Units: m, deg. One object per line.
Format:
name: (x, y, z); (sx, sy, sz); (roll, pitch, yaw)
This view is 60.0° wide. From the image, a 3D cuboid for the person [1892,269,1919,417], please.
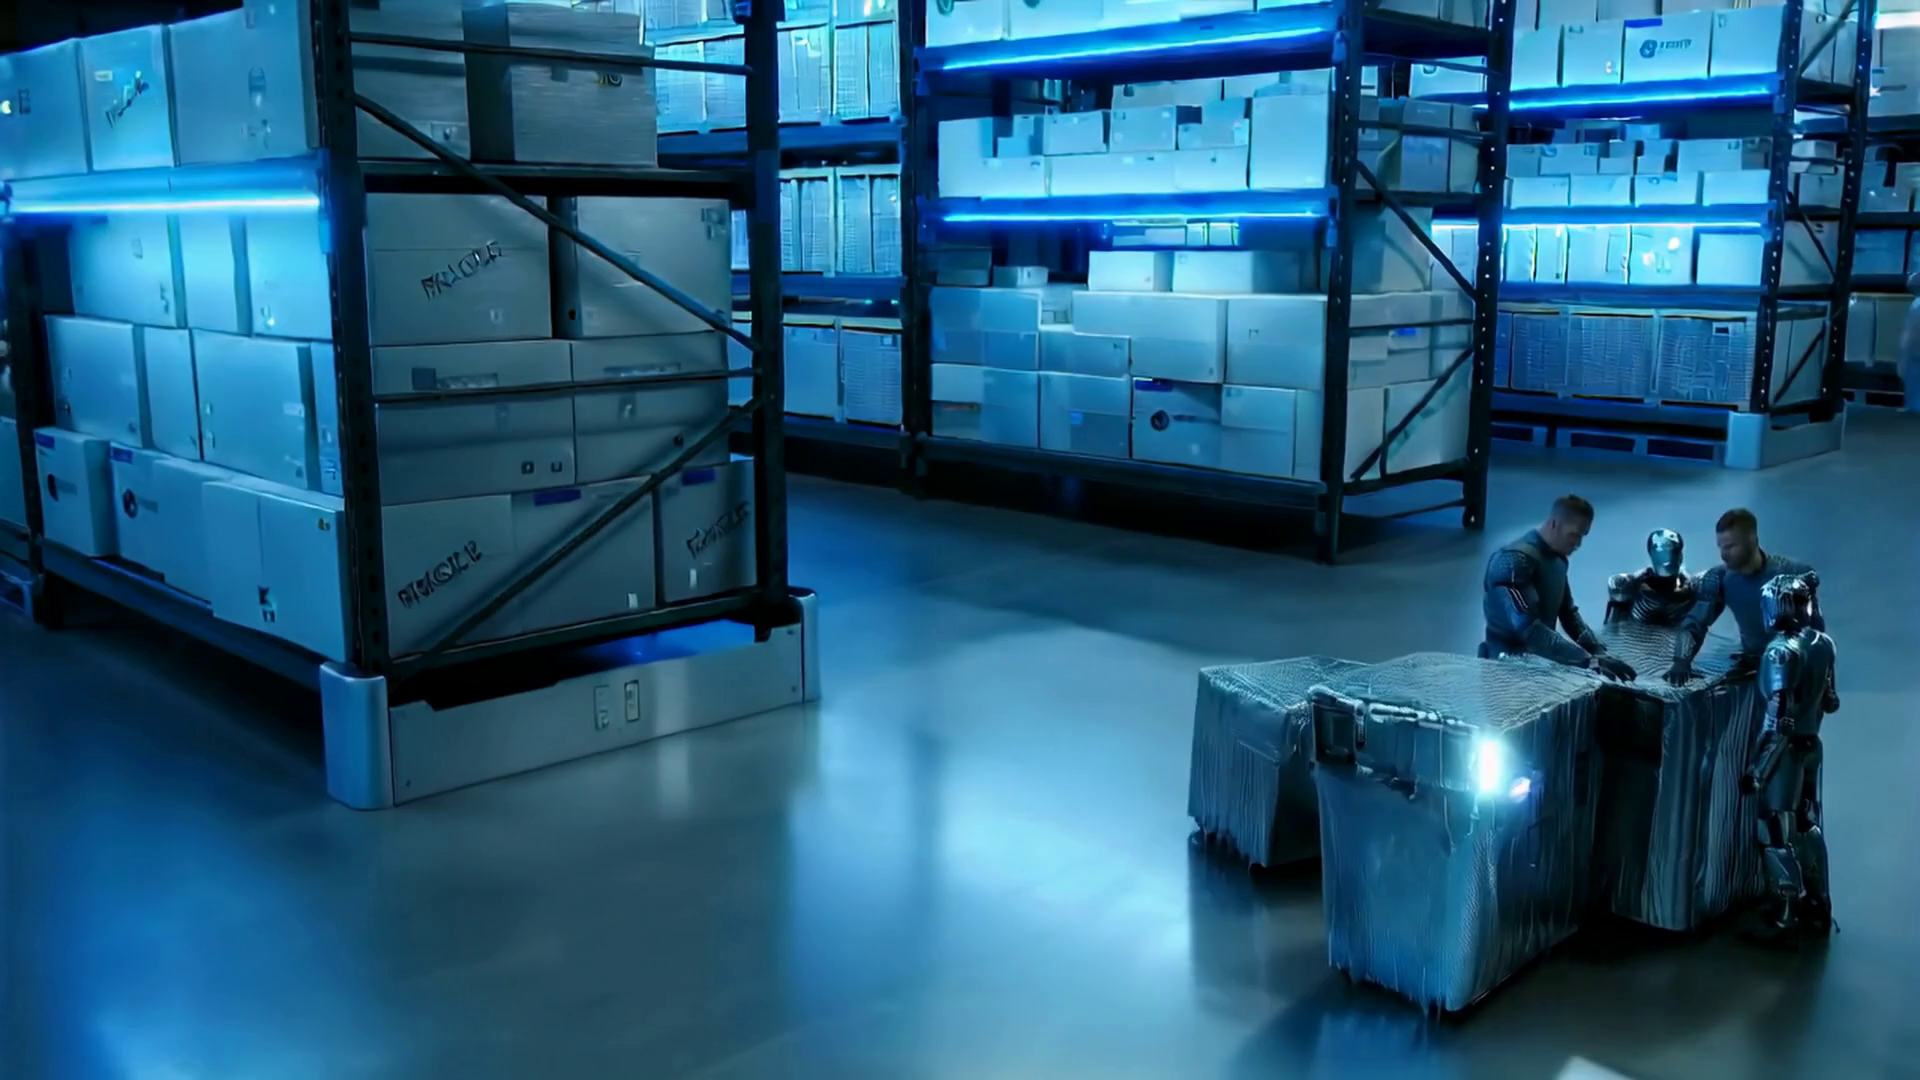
person: (11.166, -2.302, 19.512); (0.366, 1.725, 0.499); (5, 12, 27)
